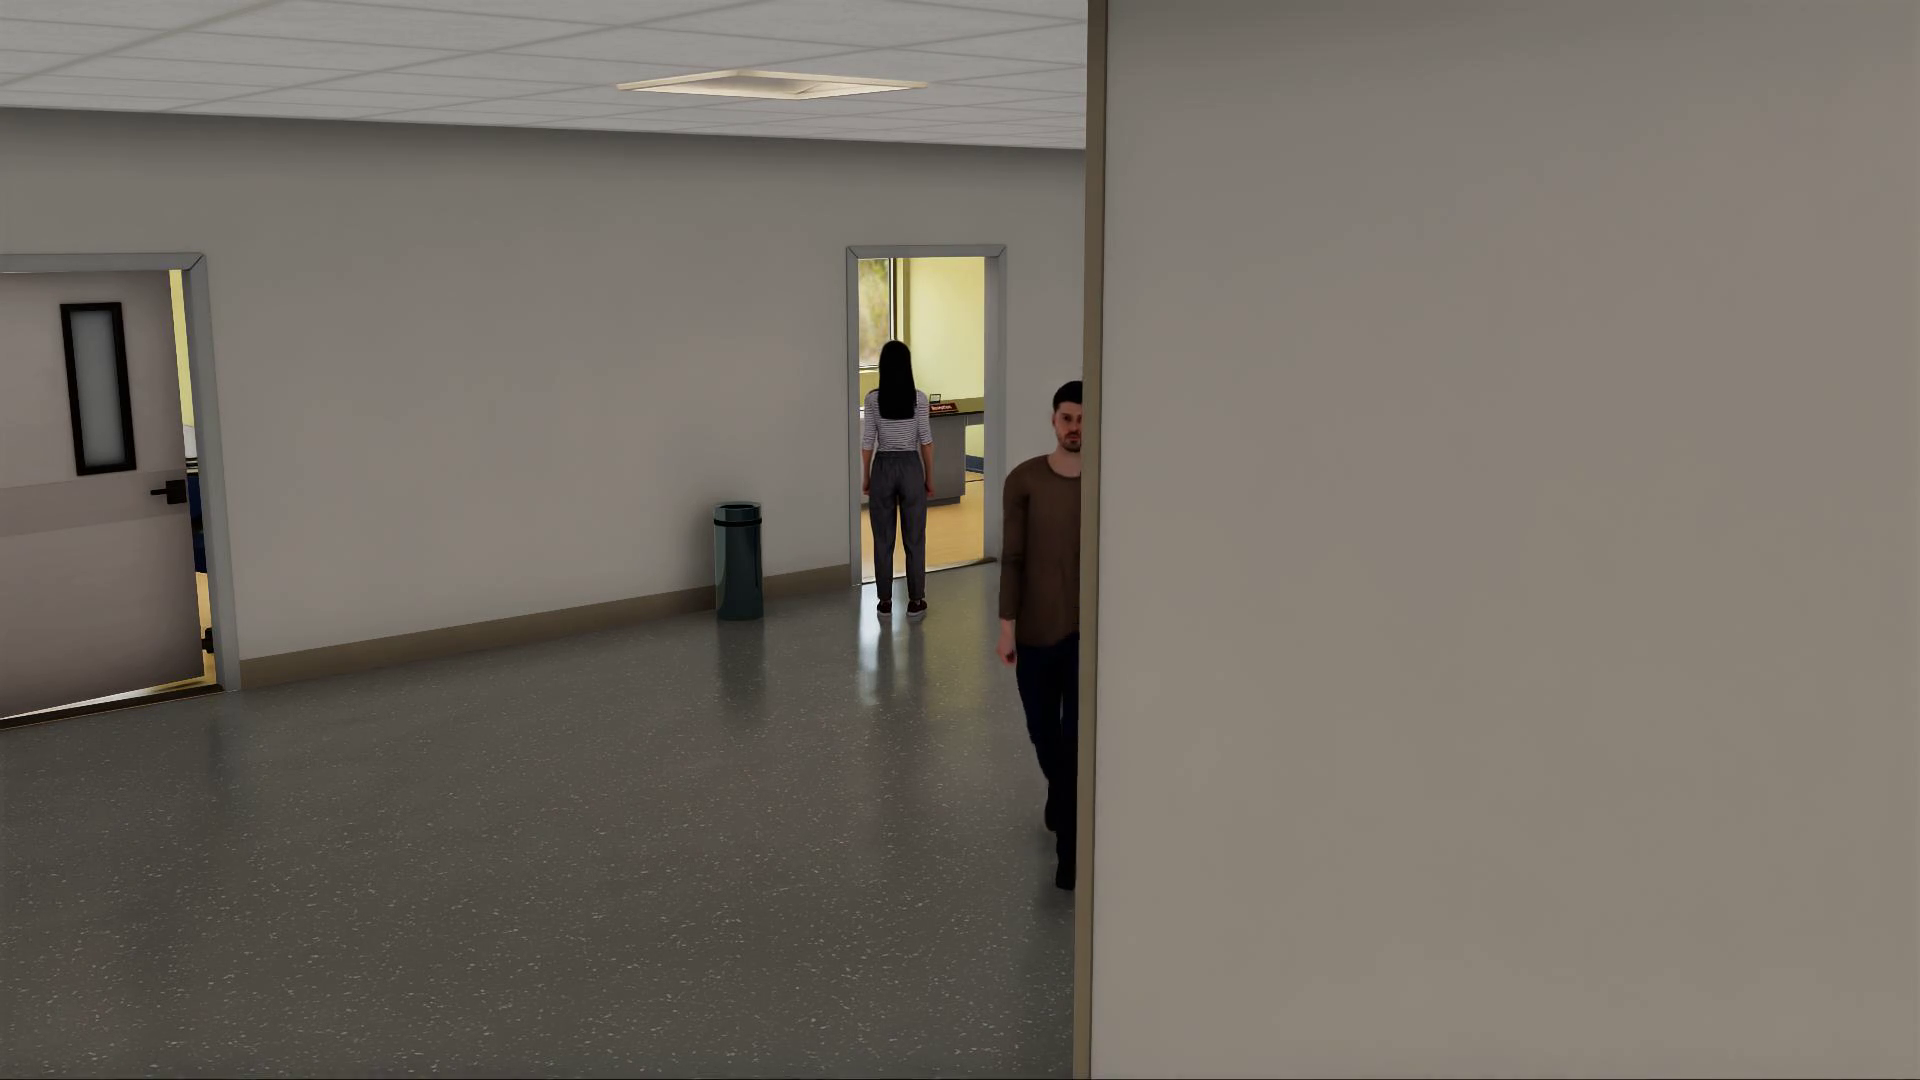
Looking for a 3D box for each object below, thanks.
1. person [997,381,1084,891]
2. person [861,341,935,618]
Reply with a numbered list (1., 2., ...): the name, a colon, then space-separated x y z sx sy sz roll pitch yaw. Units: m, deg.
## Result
1. person: 0.395 0.336 6.387 1.113 1.848 1.251 2 11 13
2. person: -0.399 -0.384 10.480 0.673 1.736 0.746 0 11 1
